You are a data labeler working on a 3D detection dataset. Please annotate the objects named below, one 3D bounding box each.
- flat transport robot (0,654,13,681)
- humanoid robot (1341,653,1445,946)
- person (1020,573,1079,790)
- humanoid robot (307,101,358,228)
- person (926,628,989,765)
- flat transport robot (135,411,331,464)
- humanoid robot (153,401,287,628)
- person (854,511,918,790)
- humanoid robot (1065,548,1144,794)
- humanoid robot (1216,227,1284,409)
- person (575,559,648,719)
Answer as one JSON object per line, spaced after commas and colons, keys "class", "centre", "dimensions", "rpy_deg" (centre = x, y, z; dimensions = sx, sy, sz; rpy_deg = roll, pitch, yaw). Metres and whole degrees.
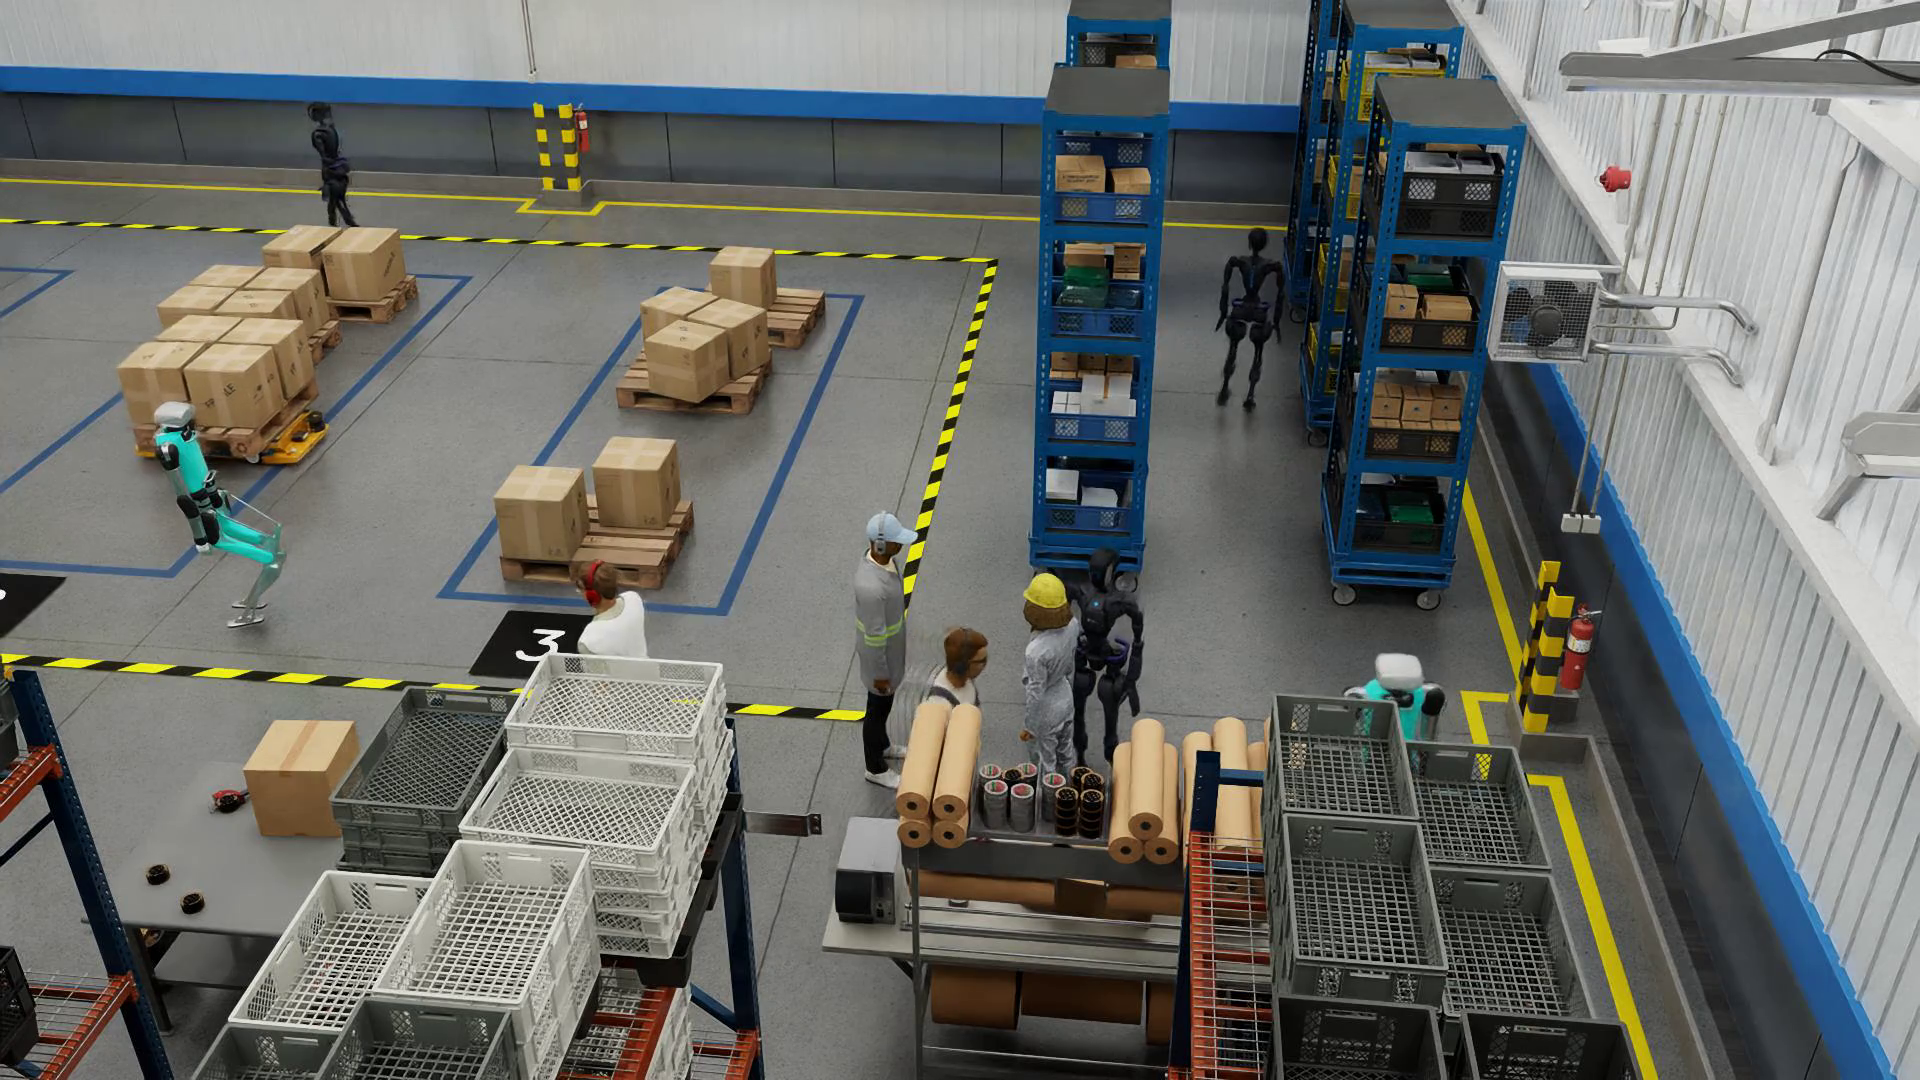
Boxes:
{"class": "flat transport robot", "centre": [-7.142, 0.969, 11.010], "dimensions": [1.431, 0.231, 0.659], "rpy_deg": [3, 30, 6]}
{"class": "humanoid robot", "centre": [2.250, 1.530, 8.683], "dimensions": [0.537, 1.880, 0.729], "rpy_deg": [-2, 30, -4]}
{"class": "person", "centre": [0.489, 0.958, 9.561], "dimensions": [0.320, 1.742, 0.492], "rpy_deg": [18, 35, 28]}
{"class": "humanoid robot", "centre": [-6.849, -3.930, 18.043], "dimensions": [0.641, 1.634, 0.609], "rpy_deg": [-2, 30, -4]}
{"class": "person", "centre": [-0.150, 1.239, 9.021], "dimensions": [0.814, 1.811, 0.527], "rpy_deg": [5, 31, 9]}
{"class": "flat transport robot", "centre": [-6.216, -0.915, 14.218], "dimensions": [1.431, 0.197, 0.652], "rpy_deg": [3, 30, 6]}
{"class": "humanoid robot", "centre": [-4.971, -0.181, 11.392], "dimensions": [0.735, 1.676, 0.533], "rpy_deg": [-4, 30, -7]}
{"class": "person", "centre": [-0.432, 0.645, 9.990], "dimensions": [0.387, 1.850, 0.597], "rpy_deg": [2, 30, 3]}
{"class": "humanoid robot", "centre": [0.811, 0.796, 9.895], "dimensions": [0.601, 1.651, 0.364], "rpy_deg": [13, 33, 21]}
{"class": "humanoid robot", "centre": [2.557, -1.960, 14.639], "dimensions": [0.593, 1.652, 0.362], "rpy_deg": [10, 32, 17]}
{"class": "person", "centre": [-1.944, 0.928, 9.527], "dimensions": [0.518, 1.840, 0.572], "rpy_deg": [9, 32, 16]}
